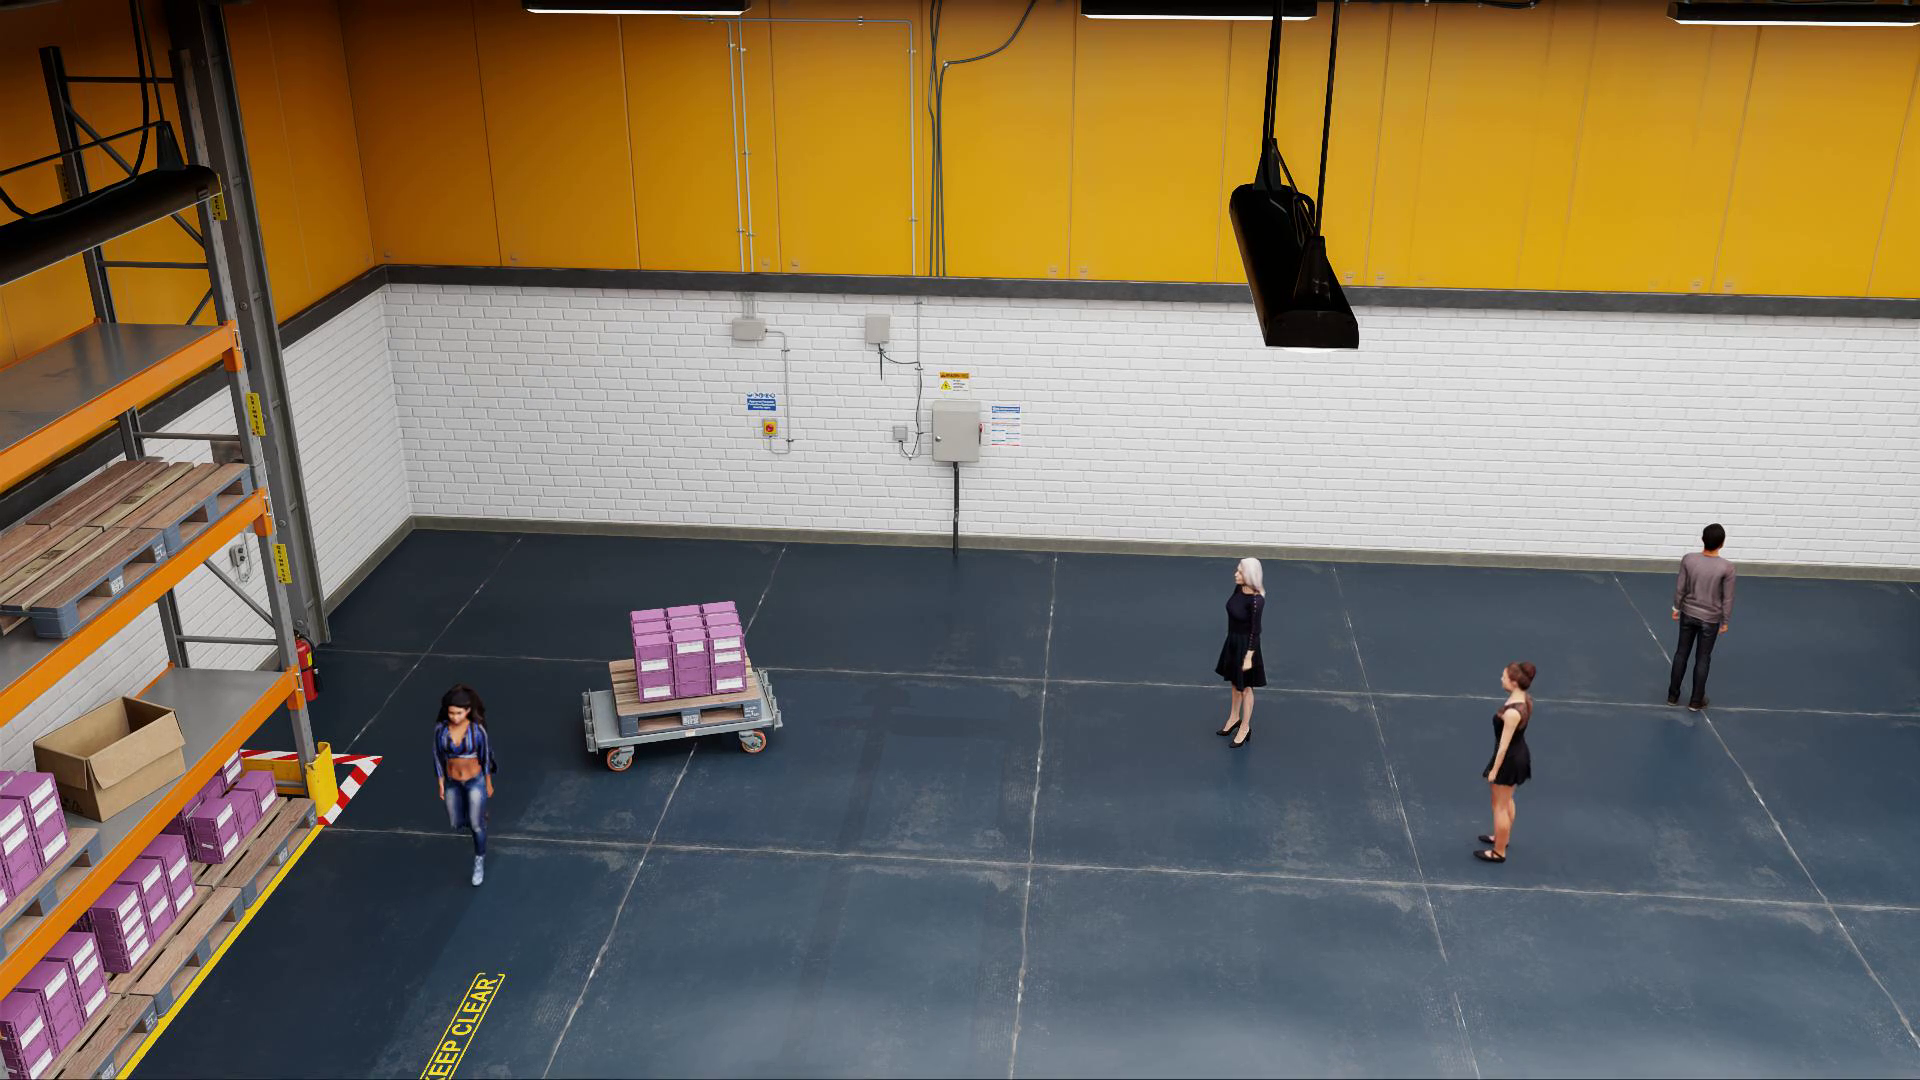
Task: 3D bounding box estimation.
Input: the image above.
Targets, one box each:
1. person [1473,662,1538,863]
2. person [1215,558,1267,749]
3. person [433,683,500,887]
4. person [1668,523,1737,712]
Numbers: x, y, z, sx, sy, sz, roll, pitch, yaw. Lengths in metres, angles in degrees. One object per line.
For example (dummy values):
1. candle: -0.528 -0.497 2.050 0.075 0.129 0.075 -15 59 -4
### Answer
1. person: 4.184 1.678 12.667 0.728 1.678 0.629 14 27 29
2. person: 2.412 0.949 14.251 0.749 1.746 0.631 -7 25 -16
3. person: -3.692 1.797 12.485 0.655 1.607 0.807 0 24 0
4. person: 6.595 0.680 14.838 0.717 1.768 0.727 13 27 27
